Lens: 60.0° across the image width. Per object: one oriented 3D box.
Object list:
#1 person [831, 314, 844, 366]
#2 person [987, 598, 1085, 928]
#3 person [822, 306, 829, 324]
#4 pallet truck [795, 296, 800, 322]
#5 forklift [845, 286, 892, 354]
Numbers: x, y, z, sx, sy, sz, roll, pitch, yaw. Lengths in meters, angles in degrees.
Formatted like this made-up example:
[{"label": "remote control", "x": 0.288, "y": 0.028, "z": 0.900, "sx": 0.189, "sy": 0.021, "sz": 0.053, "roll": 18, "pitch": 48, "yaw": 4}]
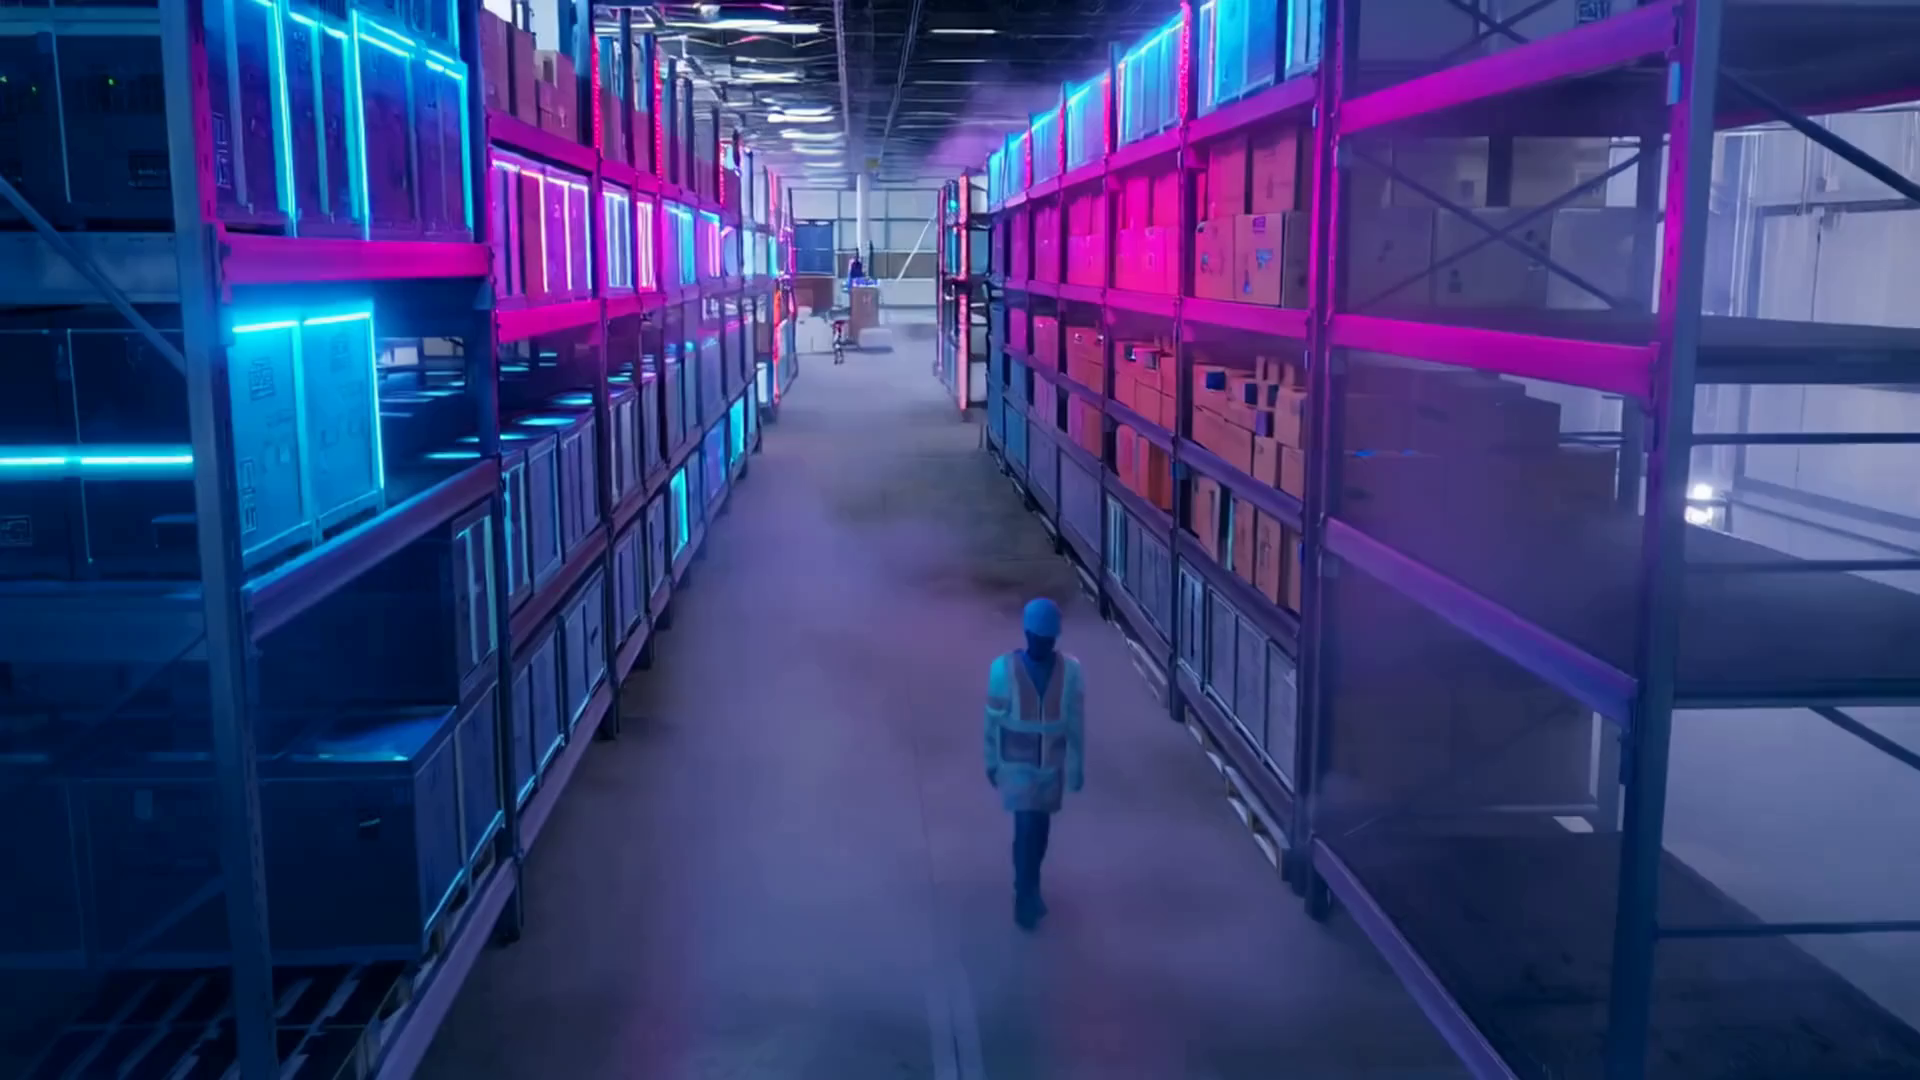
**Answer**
[{"label": "person", "x": -4.519, "y": -7.407, "z": 61.572, "sx": 0.474, "sy": 1.922, "sz": 0.552, "roll": 6, "pitch": 11, "yaw": 31}, {"label": "person", "x": 0.465, "y": 1.286, "z": 9.623, "sx": 0.556, "sy": 1.918, "sz": 0.637, "roll": -2, "pitch": 10, "yaw": -14}, {"label": "person", "x": -6.578, "y": -10.587, "z": 81.266, "sx": 0.322, "sy": 1.691, "sz": 0.532, "roll": -4, "pitch": 10, "yaw": -22}, {"label": "pallet truck", "x": -8.622, "y": -12.439, "z": 91.403, "sx": 1.885, "sy": 1.965, "sz": 0.823, "roll": 2, "pitch": 10, "yaw": 13}, {"label": "forklift", "x": -3.815, "y": -9.228, "z": 69.593, "sx": 1.129, "sy": 2.768, "sz": 1.873, "roll": -9, "pitch": 13, "yaw": -44}]
